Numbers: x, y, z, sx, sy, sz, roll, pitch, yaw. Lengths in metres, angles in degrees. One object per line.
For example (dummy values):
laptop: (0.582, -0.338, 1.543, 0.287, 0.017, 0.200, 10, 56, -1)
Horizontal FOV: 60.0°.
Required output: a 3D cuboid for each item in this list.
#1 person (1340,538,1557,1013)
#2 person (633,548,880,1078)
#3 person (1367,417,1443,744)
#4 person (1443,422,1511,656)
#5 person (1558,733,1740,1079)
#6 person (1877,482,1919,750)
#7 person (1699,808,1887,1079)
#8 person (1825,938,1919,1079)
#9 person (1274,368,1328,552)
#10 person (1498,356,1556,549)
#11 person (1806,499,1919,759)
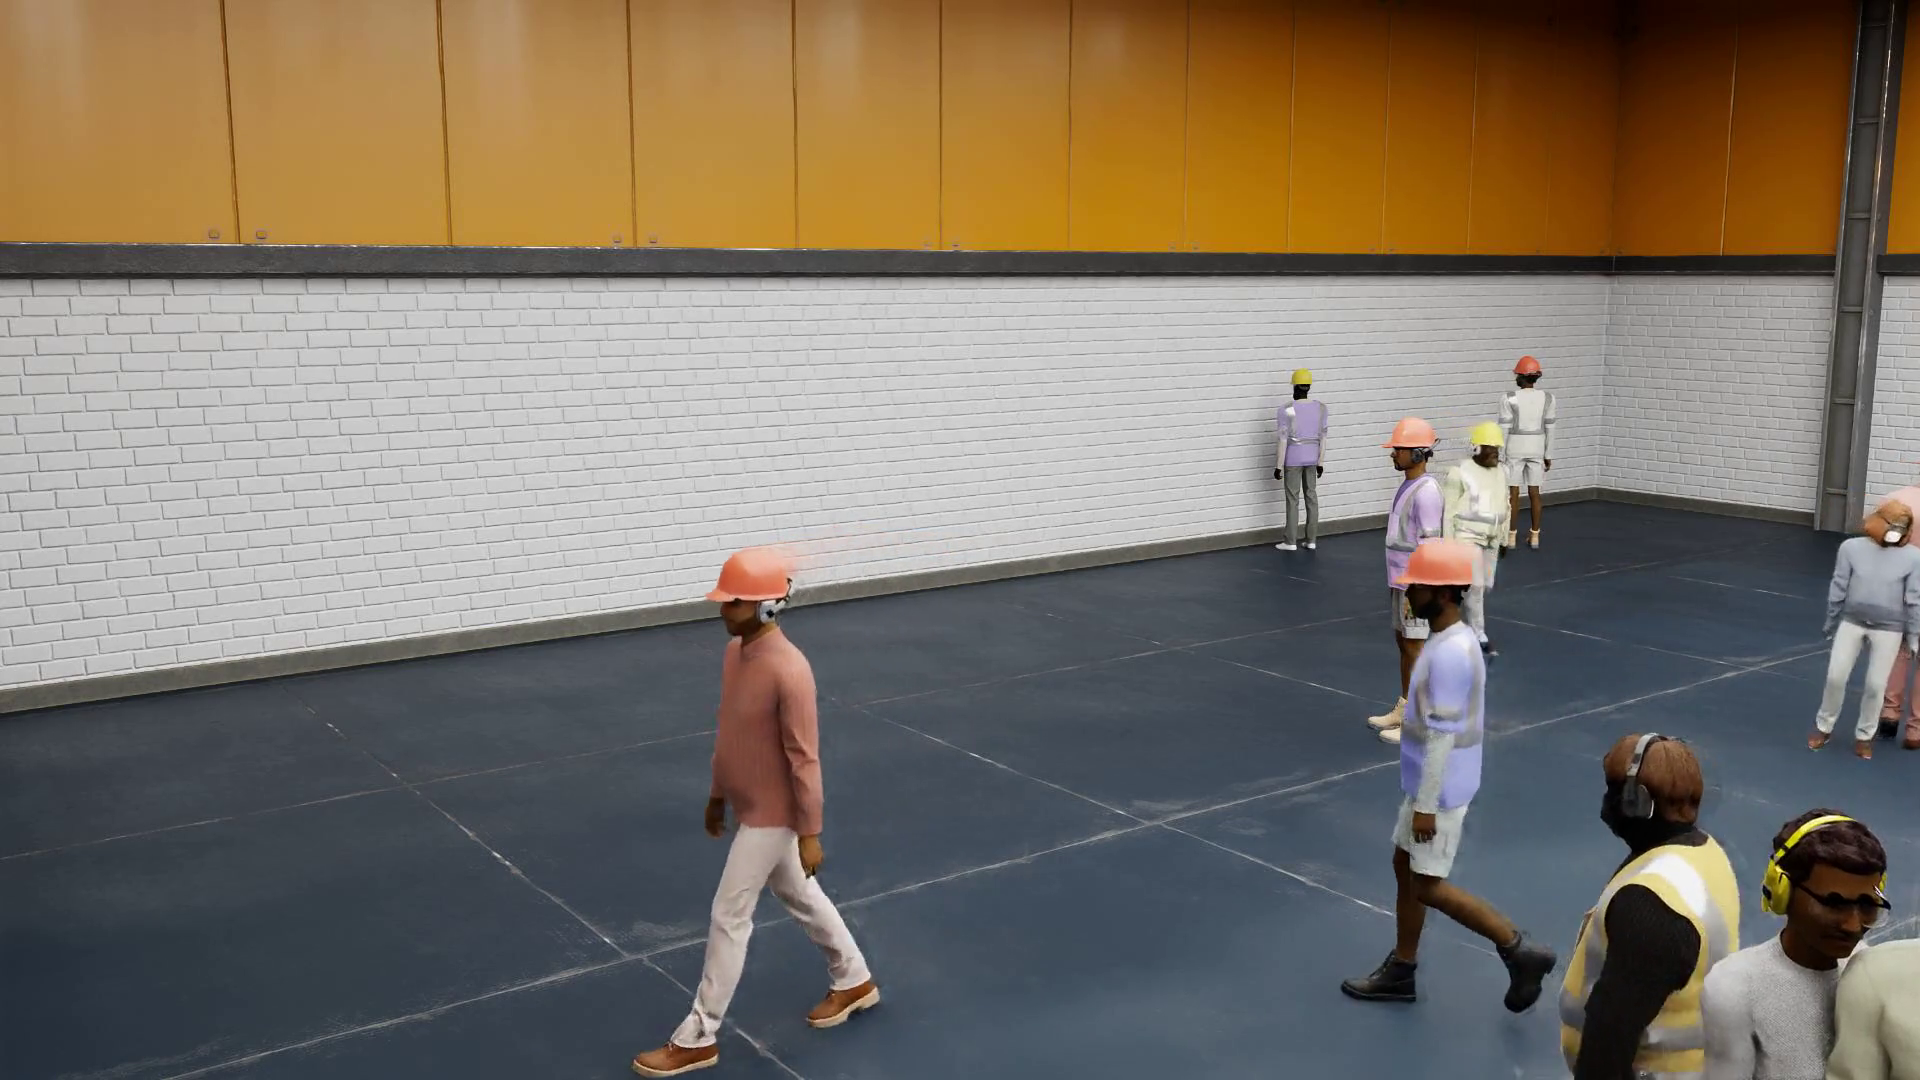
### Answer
person: (1.936, 0.945, 6.536, 0.726, 1.923, 0.552, 2, 9, 13)
person: (-0.727, 0.981, 6.255, 1.027, 1.949, 0.631, -4, 10, -25)
person: (2.803, 0.253, 10.416, 0.371, 2.044, 0.608, 0, 9, 2)
person: (3.993, -0.040, 12.985, 0.600, 1.806, 0.761, -4, 10, -25)
person: (1.809, 1.387, 4.213, 0.954, 1.798, 0.616, 5, 10, 27)
person: (5.988, 0.353, 10.284, 0.663, 1.884, 0.498, 8, 12, 40)
person: (1.740, 1.465, 3.501, 0.521, 1.864, 0.334, -5, 11, -29)
person: (2.000, 1.439, 3.255, 0.623, 1.990, 0.390, 3, 10, 20)
person: (3.572, -0.837, 17.494, 0.587, 1.927, 0.368, -3, 10, -19)
person: (5.986, -0.925, 17.672, 0.615, 2.045, 0.365, -1, 9, -3)
person: (5.491, 0.536, 9.998, 0.546, 1.601, 0.394, 8, 12, 40)
